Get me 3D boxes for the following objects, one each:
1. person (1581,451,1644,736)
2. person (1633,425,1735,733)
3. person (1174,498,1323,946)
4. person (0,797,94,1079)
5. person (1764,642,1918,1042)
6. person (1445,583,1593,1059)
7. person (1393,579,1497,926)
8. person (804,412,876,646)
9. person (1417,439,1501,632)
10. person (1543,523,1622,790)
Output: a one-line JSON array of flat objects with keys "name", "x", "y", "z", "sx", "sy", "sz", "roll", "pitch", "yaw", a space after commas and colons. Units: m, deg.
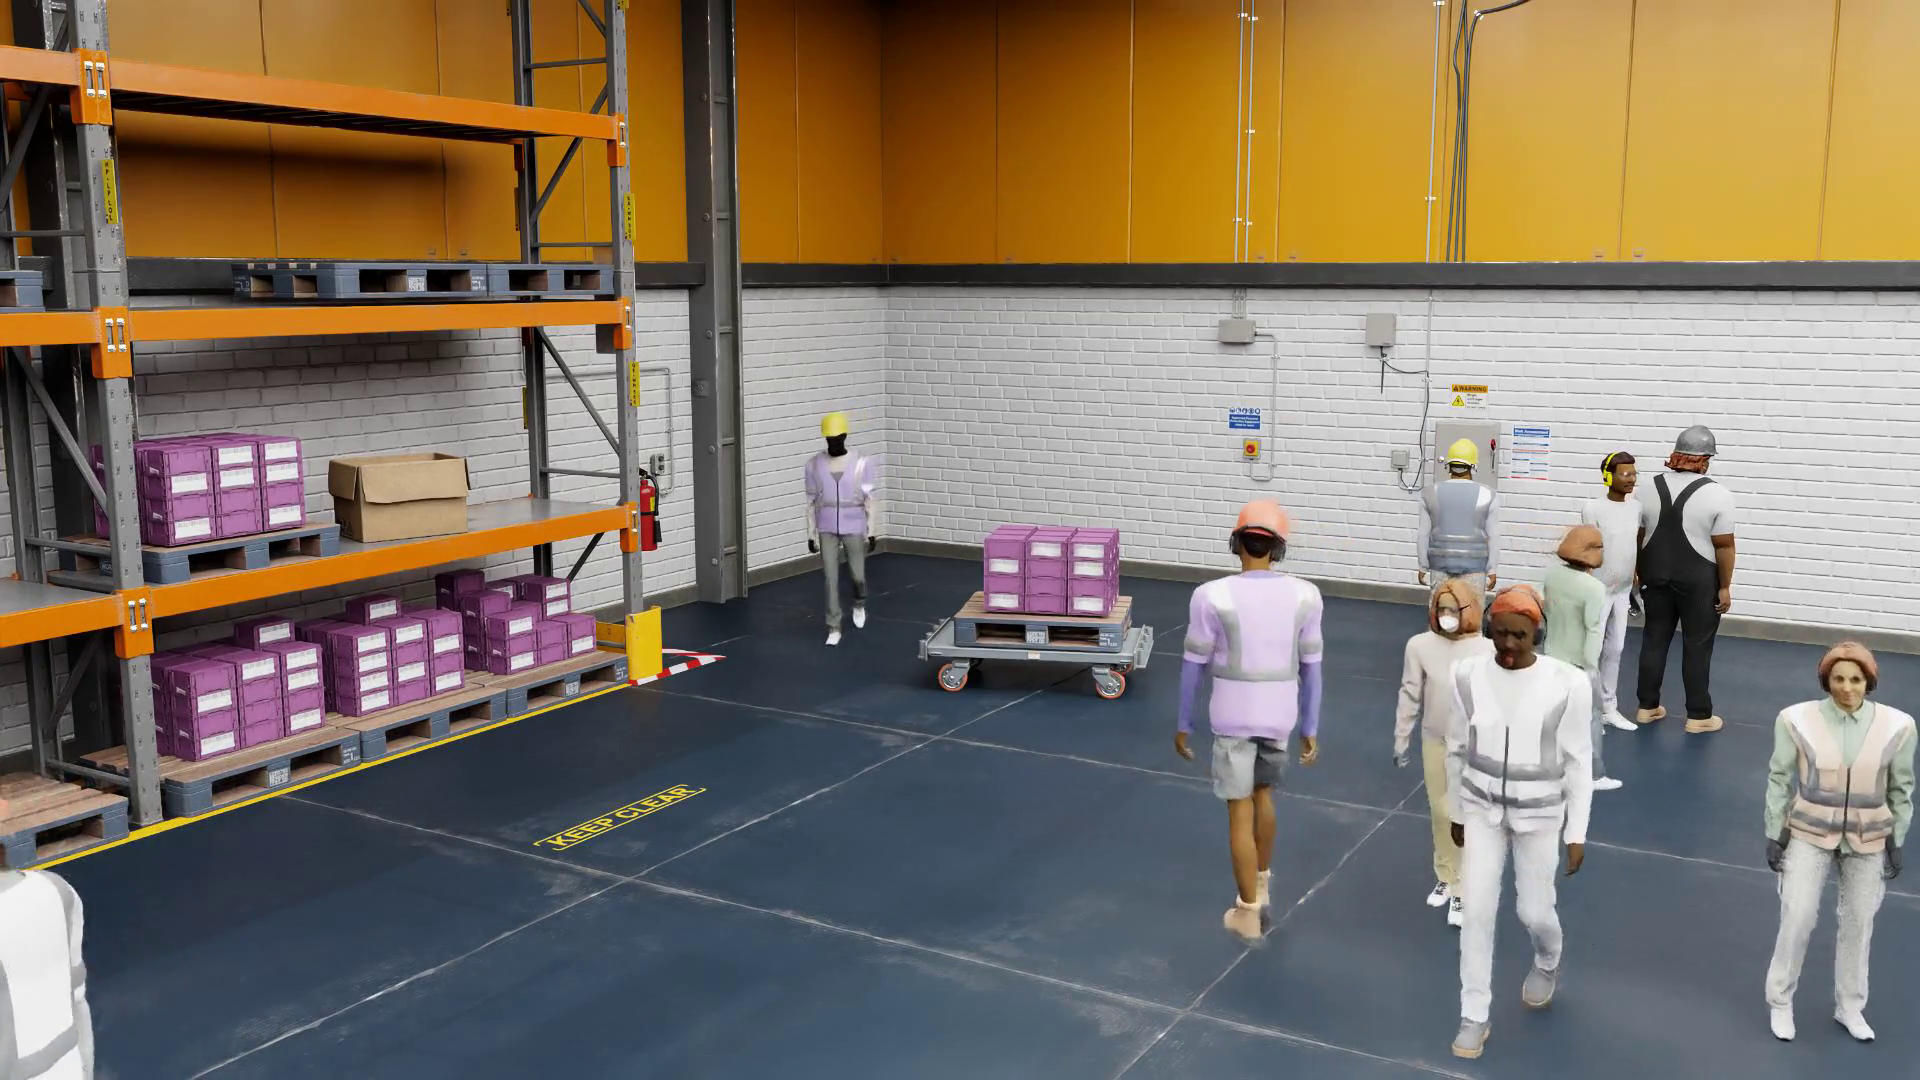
[{"name": "person", "x": 4.303, "y": 0.347, "z": 10.976, "sx": 0.513, "sy": 1.876, "sz": 0.328, "roll": -4, "pitch": 10, "yaw": -26}, {"name": "person", "x": 4.850, "y": 0.244, "z": 11.101, "sx": 0.536, "sy": 2.000, "sz": 0.688, "roll": -8, "pitch": 12, "yaw": -39}, {"name": "person", "x": 1.307, "y": 0.815, "z": 7.626, "sx": 0.635, "sy": 2.003, "sz": 0.640, "roll": -2, "pitch": 9, "yaw": -12}, {"name": "person", "x": -2.227, "y": 1.448, "z": 4.035, "sx": 0.769, "sy": 1.911, "sz": 0.575, "roll": 0, "pitch": 9, "yaw": 2}, {"name": "person", "x": 3.431, "y": 1.184, "z": 6.525, "sx": 0.515, "sy": 1.614, "sz": 0.383, "roll": 3, "pitch": 10, "yaw": 19}, {"name": "person", "x": 2.214, "y": 1.063, "z": 6.571, "sx": 0.590, "sy": 1.866, "sz": 0.694, "roll": 6, "pitch": 11, "yaw": 32}, {"name": "person", "x": 2.292, "y": 0.986, "z": 7.797, "sx": 0.529, "sy": 1.611, "sz": 0.615, "roll": 6, "pitch": 11, "yaw": 33}, {"name": "person", "x": -0.980, "y": -0.112, "z": 13.708, "sx": 0.605, "sy": 1.910, "sz": 0.636, "roll": 1, "pitch": 9, "yaw": 4}, {"name": "person", "x": 3.646, "y": 0.176, "z": 12.170, "sx": 0.587, "sy": 1.834, "sz": 0.403, "roll": 4, "pitch": 10, "yaw": 22}, {"name": "person", "x": 3.511, "y": 0.694, "z": 9.659, "sx": 0.760, "sy": 1.604, "sz": 0.500, "roll": -4, "pitch": 10, "yaw": -23}]
